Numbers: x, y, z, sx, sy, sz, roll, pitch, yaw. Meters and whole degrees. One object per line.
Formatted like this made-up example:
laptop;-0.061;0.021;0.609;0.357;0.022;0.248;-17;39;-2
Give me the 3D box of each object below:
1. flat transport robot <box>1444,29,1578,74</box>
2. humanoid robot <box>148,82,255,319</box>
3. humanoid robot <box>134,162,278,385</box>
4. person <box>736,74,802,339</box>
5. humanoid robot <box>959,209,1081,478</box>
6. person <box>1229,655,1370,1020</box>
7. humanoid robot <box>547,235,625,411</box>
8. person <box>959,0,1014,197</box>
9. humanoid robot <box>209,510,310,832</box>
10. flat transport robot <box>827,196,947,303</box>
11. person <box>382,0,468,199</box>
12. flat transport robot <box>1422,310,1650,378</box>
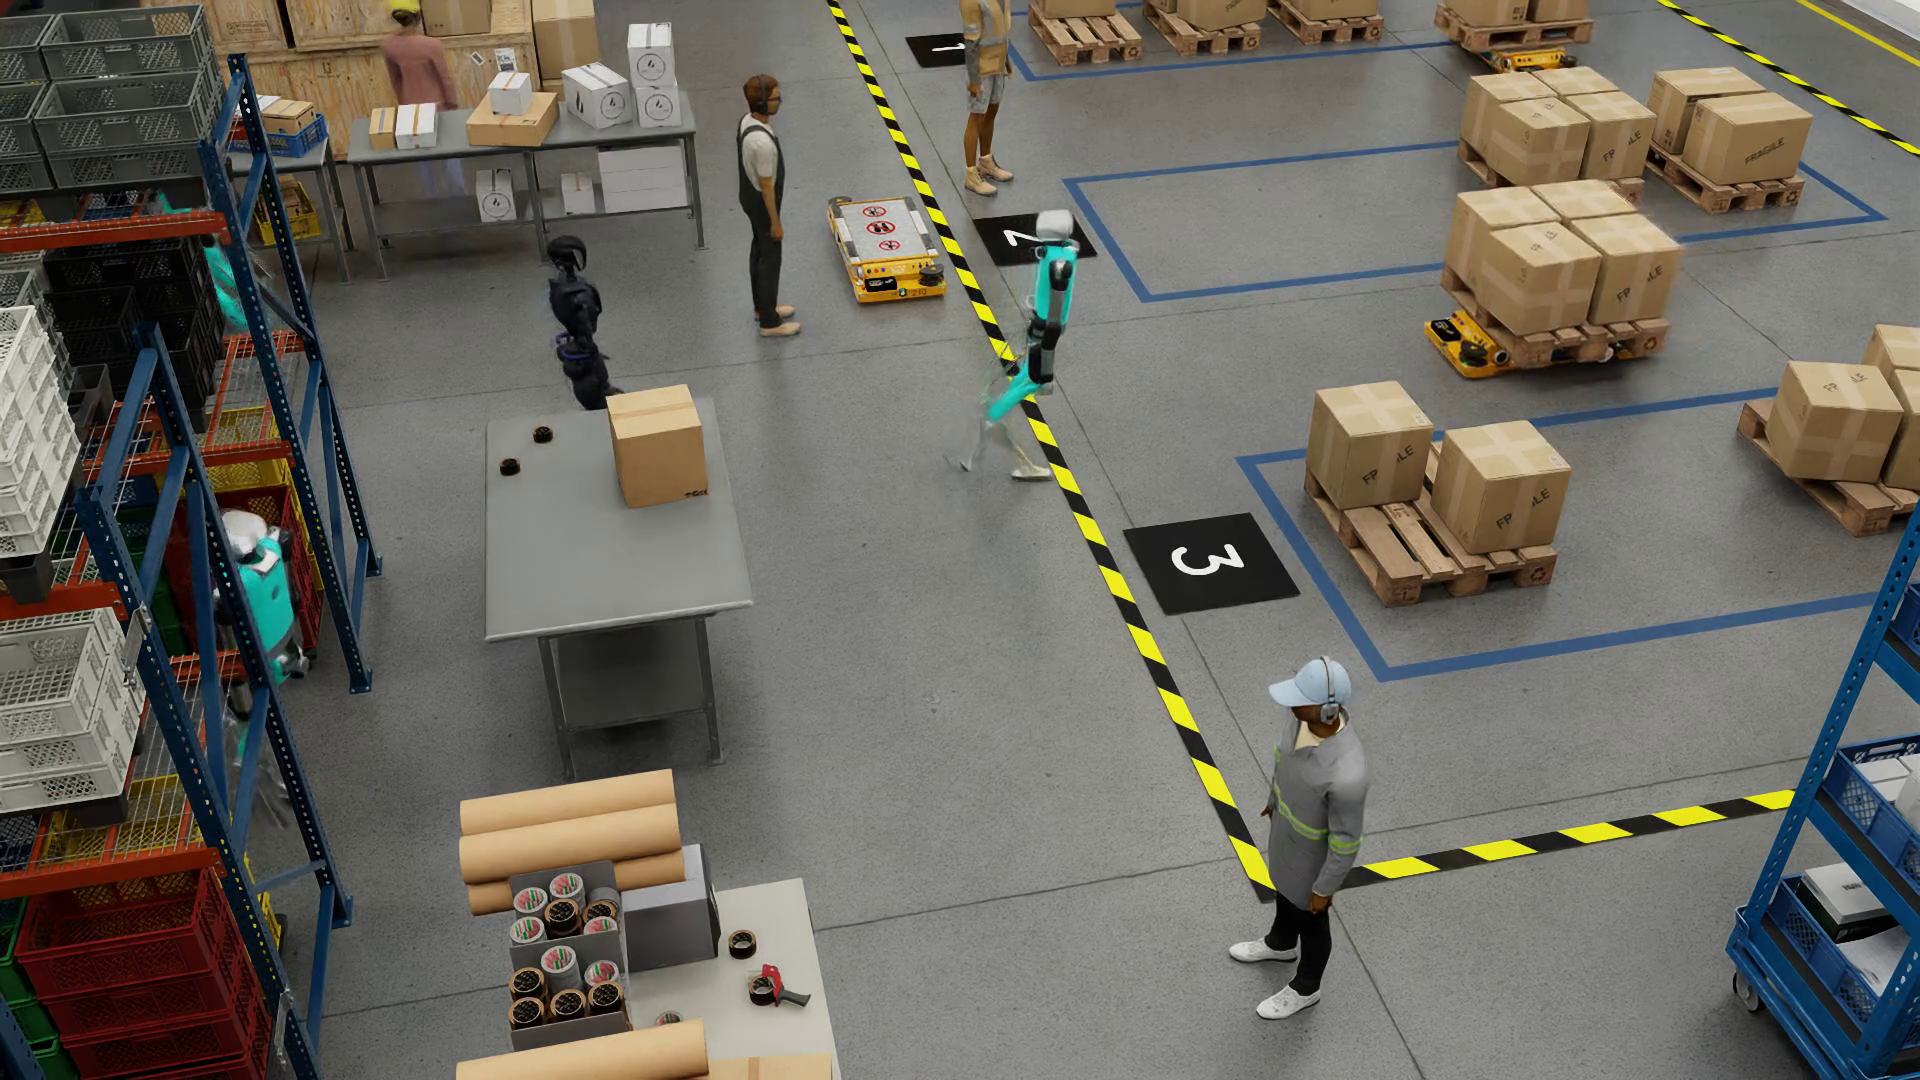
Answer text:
flat transport robot;5.254;-4.718;15.872;0.652;0.197;1.431;-8;37;-10
humanoid robot;-5.201;-2.229;11.207;0.533;1.677;0.735;3;37;3
humanoid robot;-4.762;-1.779;10.731;0.682;1.800;0.546;1;37;1
person;-1.312;-2.252;11.270;0.349;1.841;0.504;-11;38;-14
humanoid robot;0.271;-1.050;9.815;0.820;1.876;0.548;0;37;0
person;1.345;1.189;6.629;0.398;1.851;0.593;-7;37;-9
humanoid robot;-2.147;-1.023;9.741;0.378;1.648;0.602;-13;39;-17
person;0.238;-3.744;13.101;0.376;2.045;0.605;19;41;23
humanoid robot;-3.282;0.628;7.539;0.765;1.848;0.540;7;37;9
flat transport robot;-0.570;-2.220;12.538;0.659;0.231;1.431;-8;37;-10
person;-4.088;-3.335;12.781;0.535;1.763;0.325;8;37;10
flat transport robot;4.004;-1.439;11.464;1.431;0.197;0.652;-8;37;-10
